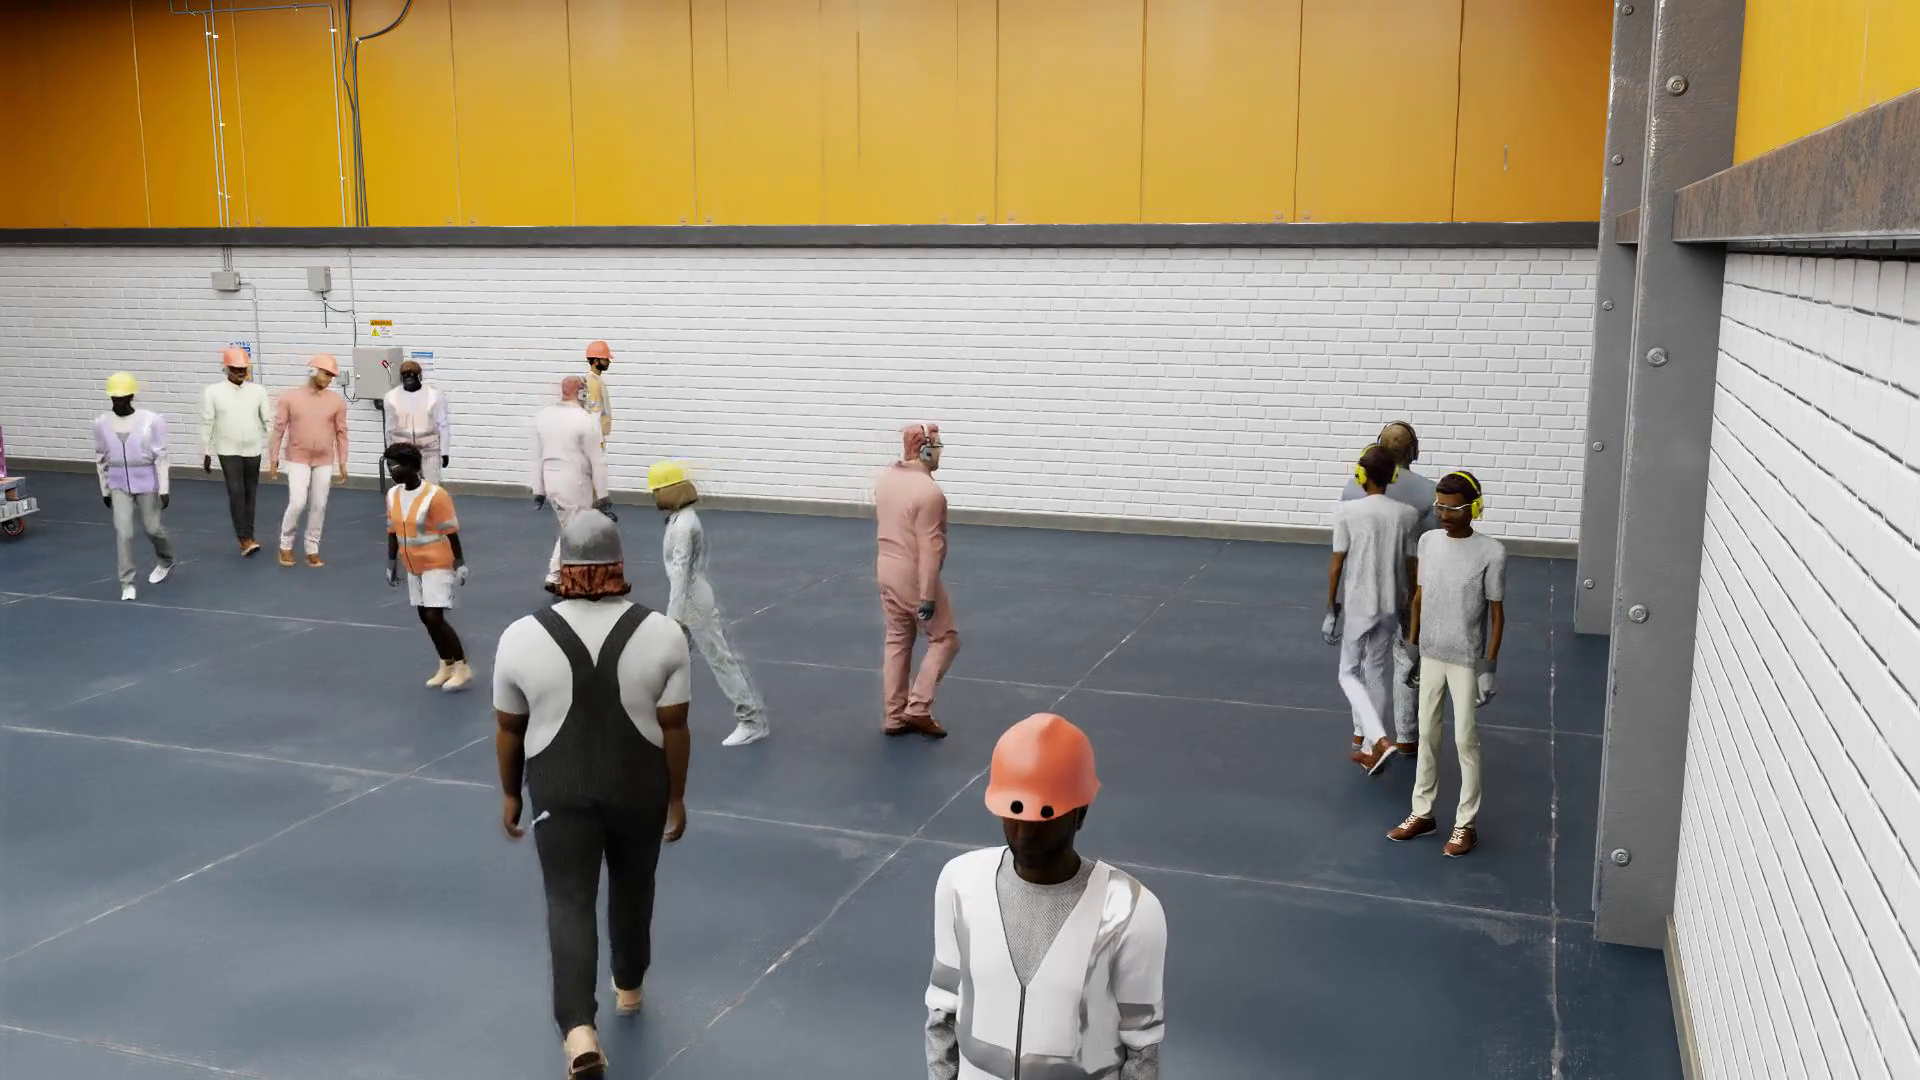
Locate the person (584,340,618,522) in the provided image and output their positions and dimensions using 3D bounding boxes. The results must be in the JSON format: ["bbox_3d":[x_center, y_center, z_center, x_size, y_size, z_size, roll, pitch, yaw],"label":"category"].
[{"bbox_3d":[-3.803,-1.136,17.550,0.375,1.932,0.544,-2,10,-11],"label":"person"}]

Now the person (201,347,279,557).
[{"bbox_3d":[-6.748,-0.830,15.723,0.651,1.956,0.889,-10,14,-44],"label":"person"}]

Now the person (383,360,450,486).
[{"bbox_3d":[-5.391,-0.901,16.562,0.632,1.812,0.841,-2,10,-13],"label":"person"}]

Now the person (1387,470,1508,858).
[{"bbox_3d":[2.357,0.587,8.016,0.329,1.865,0.508,-9,13,-41],"label":"person"}]

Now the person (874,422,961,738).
[{"bbox_3d":[-0.261,0.247,9.850,0.447,1.889,0.659,-7,12,-34],"label":"person"}]

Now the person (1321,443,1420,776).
[{"bbox_3d":[2.264,0.408,9.079,0.552,1.846,0.573,-2,10,-11],"label":"person"}]

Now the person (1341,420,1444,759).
[{"bbox_3d":[2.481,0.281,9.525,0.631,1.940,0.372,8,13,38],"label":"person"}]

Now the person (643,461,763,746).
[{"bbox_3d":[-1.600,0.379,9.702,0.930,1.679,0.545,-2,10,-12],"label":"person"}]

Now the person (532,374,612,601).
[{"bbox_3d":[-3.171,-0.405,13.582,0.653,1.879,0.463,8,13,36],"label":"person"}]

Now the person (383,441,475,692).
[{"bbox_3d":[-3.489,0.173,10.884,0.548,1.660,0.454,7,12,33],"label":"person"}]

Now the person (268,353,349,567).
[{"bbox_3d":[-5.902,-0.713,15.121,0.716,1.946,0.410,-8,13,-38],"label":"person"}]

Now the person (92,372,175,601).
[{"bbox_3d":[-6.921,-0.485,13.978,0.590,1.896,0.819,-2,10,-10],"label":"person"}]

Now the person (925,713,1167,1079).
[{"bbox_3d":[0.170,1.319,3.677,0.545,1.940,0.352,4,11,21],"label":"person"}]

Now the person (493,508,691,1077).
[{"bbox_3d":[-1.310,0.858,5.990,0.688,2.000,0.973,-2,10,-12],"label":"person"}]
